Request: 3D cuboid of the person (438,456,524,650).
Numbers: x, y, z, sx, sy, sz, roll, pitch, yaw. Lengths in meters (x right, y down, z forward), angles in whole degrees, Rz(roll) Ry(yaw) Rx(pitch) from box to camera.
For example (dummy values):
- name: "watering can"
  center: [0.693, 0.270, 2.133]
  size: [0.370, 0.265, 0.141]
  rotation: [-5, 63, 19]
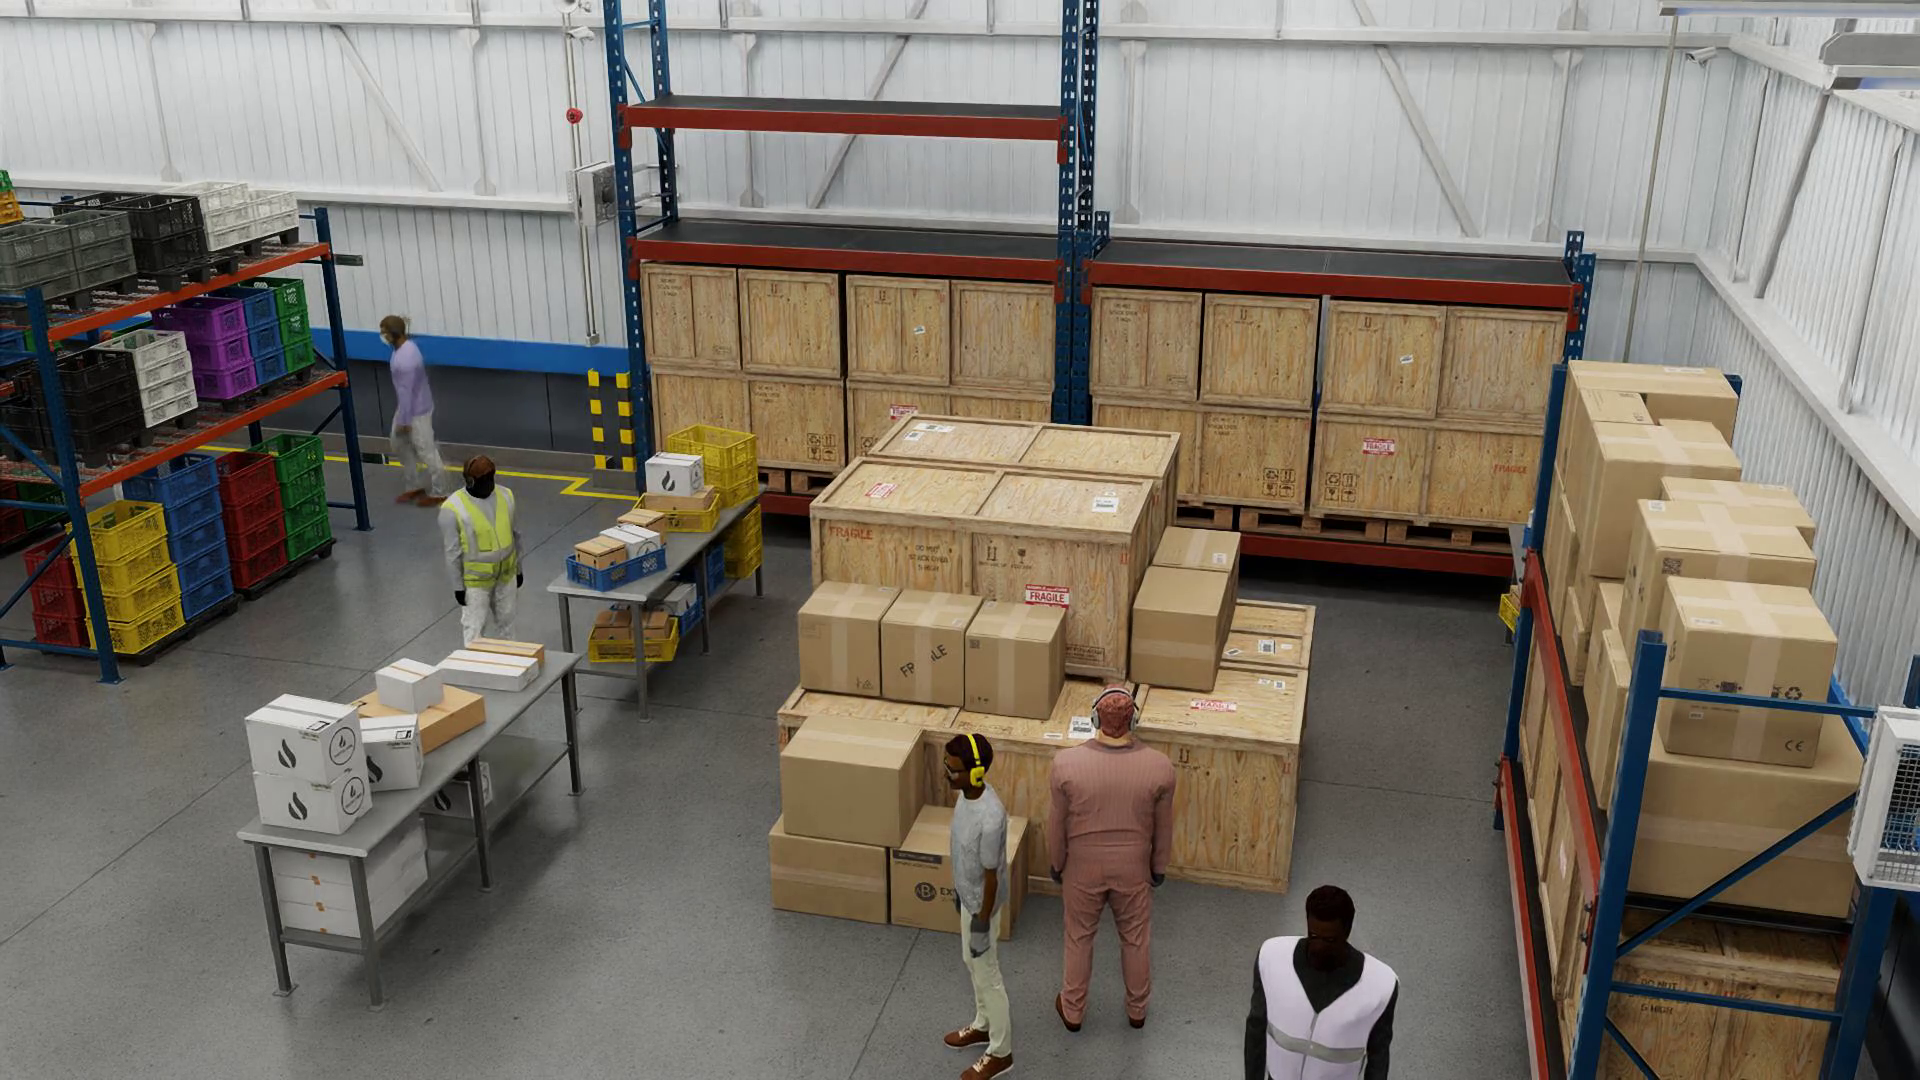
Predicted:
- name: "person"
  center: [-3.449, 0.257, 12.171]
  size: [0.431, 1.836, 0.619]
  rotation: [18, 27, 39]

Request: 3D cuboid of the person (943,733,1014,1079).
- name: "person"
  center: [0.080, 1.776, 8.153]
  size: [0.332, 1.861, 0.508]
  rotation: [-6, 22, -14]

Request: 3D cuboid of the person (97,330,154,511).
- name: "person"
  center: [-7.736, -1.021, 15.439]
  size: [0.356, 1.883, 0.573]
  rotation: [4, 21, 11]

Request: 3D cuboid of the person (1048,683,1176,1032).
- name: "person"
  center: [0.760, 1.624, 8.512]
  size: [0.635, 1.899, 0.397]
  rotation: [-1, 21, -3]

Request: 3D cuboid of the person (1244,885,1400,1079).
- name: "person"
  center: [1.455, 2.243, 6.848]
  size: [0.587, 1.920, 0.391]
  rotation: [8, 22, 19]

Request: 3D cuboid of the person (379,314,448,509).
- name: "person"
  center: [-5.281, -1.210, 15.881]
  size: [0.657, 1.912, 0.640]
  rotation: [-9, 23, -23]
